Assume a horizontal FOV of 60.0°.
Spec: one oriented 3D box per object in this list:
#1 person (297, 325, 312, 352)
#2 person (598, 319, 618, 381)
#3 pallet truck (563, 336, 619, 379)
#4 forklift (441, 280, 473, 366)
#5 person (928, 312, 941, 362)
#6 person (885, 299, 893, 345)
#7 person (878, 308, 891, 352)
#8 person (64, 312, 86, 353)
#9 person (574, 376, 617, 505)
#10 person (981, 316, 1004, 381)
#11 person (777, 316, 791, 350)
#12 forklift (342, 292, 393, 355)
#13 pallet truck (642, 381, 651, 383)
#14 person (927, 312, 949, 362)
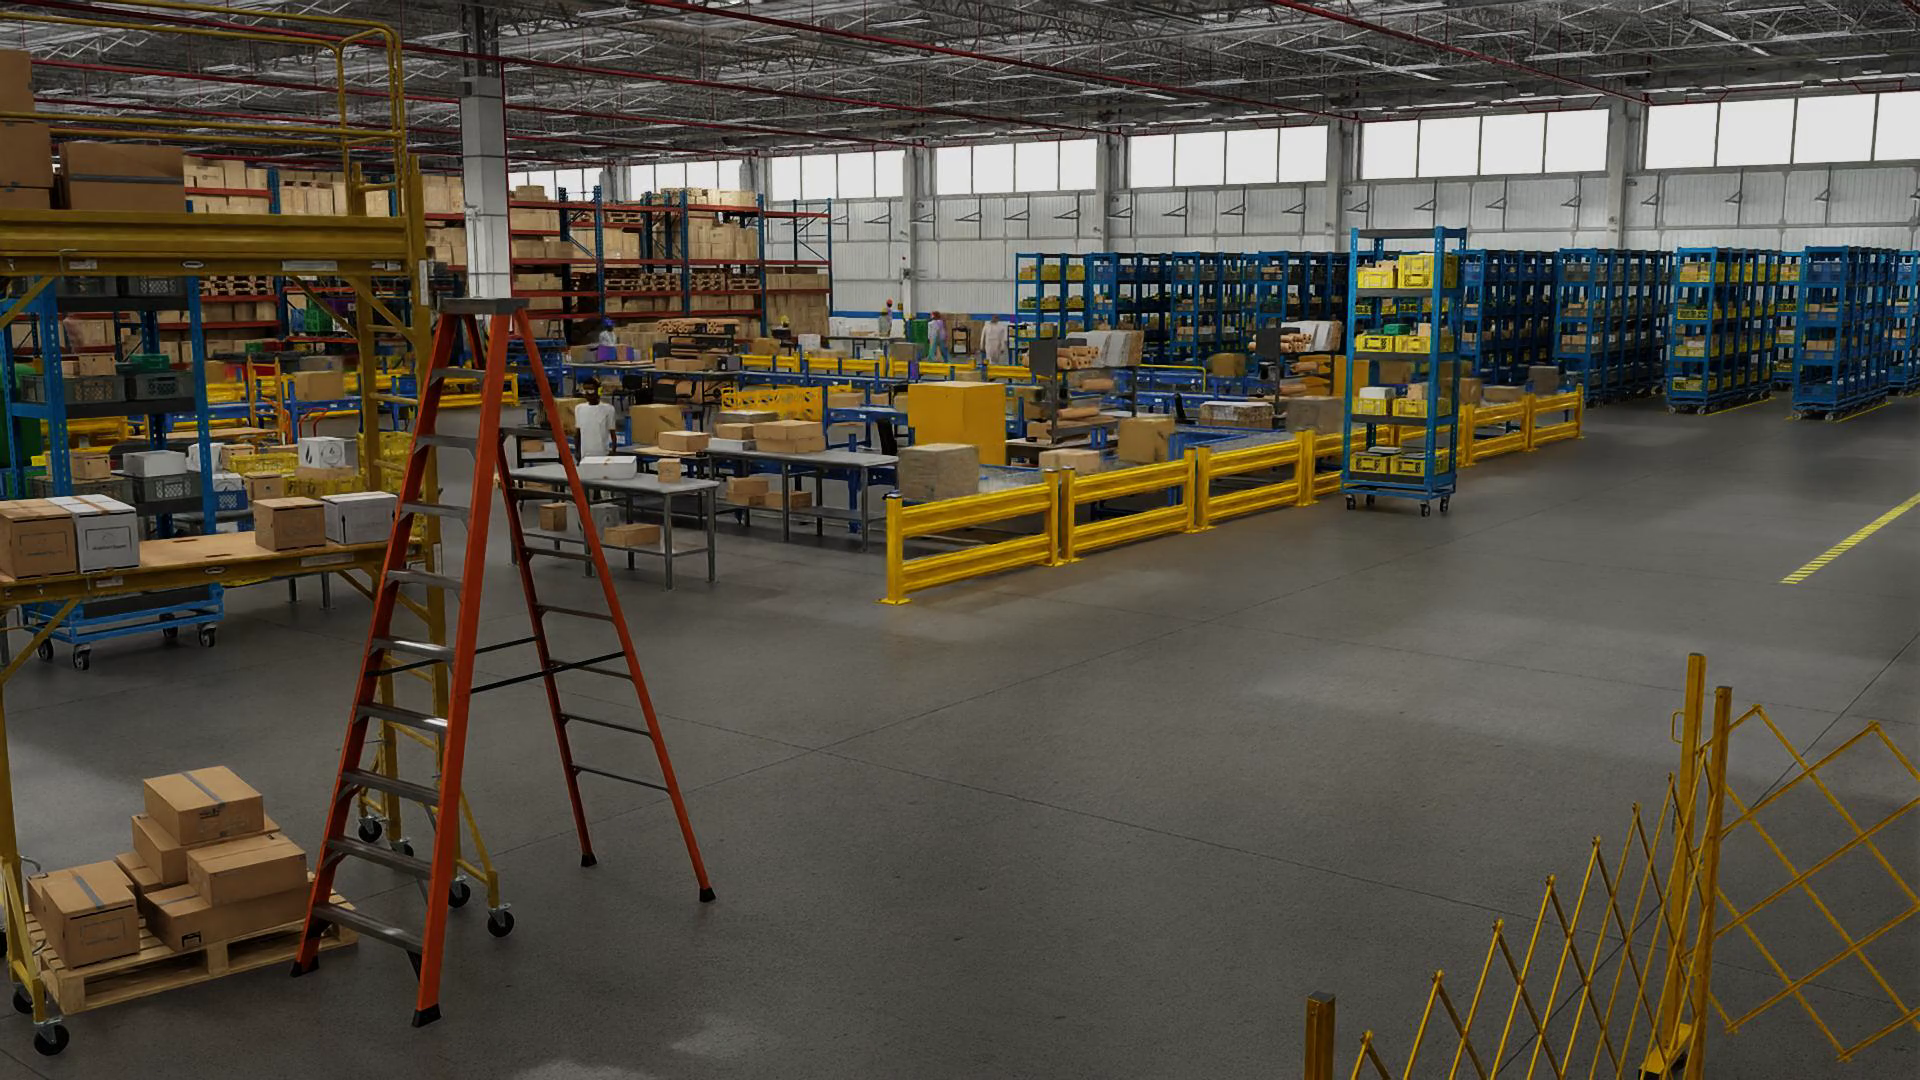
[{"bbox_3d":[-18.220,-5.187,46.140,0.540,1.682,0.540,8,12,41],"label":"person"},{"bbox_3d":[-8.797,-4.612,41.887,0.991,1.893,0.633,5,10,27],"label":"person"},{"bbox_3d":[-10.690,-5.294,48.215,1.601,1.201,0.680,-5,10,-26],"label":"pallet truck"},{"bbox_3d":[-15.217,-6.439,50.216,1.129,2.768,1.873,7,11,37],"label":"forklift"},{"bbox_3d":[-0.861,-6.840,56.225,0.560,1.753,0.328,-6,11,-34],"label":"person"},{"bbox_3d":[-3.019,-9.238,70.617,0.375,1.939,0.546,-4,10,-21],"label":"person"},{"bbox_3d":[-2.975,-8.220,65.006,0.495,1.708,0.872,-4,10,-22],"label":"person"},{"bbox_3d":[-29.488,-6.764,55.456,0.544,1.861,0.738,5,10,28],"label":"person"},{"bbox_3d":[-4.176,-0.936,19.015,0.532,1.870,0.316,1,9,9],"label":"person"},{"bbox_3d":[0.930,-5.428,47.119,0.647,1.859,1.012,0,9,-3],"label":"person"},{"bbox_3d":[-5.107,-5.665,48.770,0.923,1.783,0.609,7,11,36],"label":"person"},{"bbox_3d":[-16.485,-5.622,45.120,1.129,2.768,1.873,7,11,37],"label":"forklift"},{"bbox_3d":[-8.991,-4.871,45.351,0.653,1.274,1.630,7,11,37],"label":"pallet truck"},{"bbox_3d":[-0.766,-6.508,54.044,1.007,1.789,0.574,3,10,19],"label":"person"}]
